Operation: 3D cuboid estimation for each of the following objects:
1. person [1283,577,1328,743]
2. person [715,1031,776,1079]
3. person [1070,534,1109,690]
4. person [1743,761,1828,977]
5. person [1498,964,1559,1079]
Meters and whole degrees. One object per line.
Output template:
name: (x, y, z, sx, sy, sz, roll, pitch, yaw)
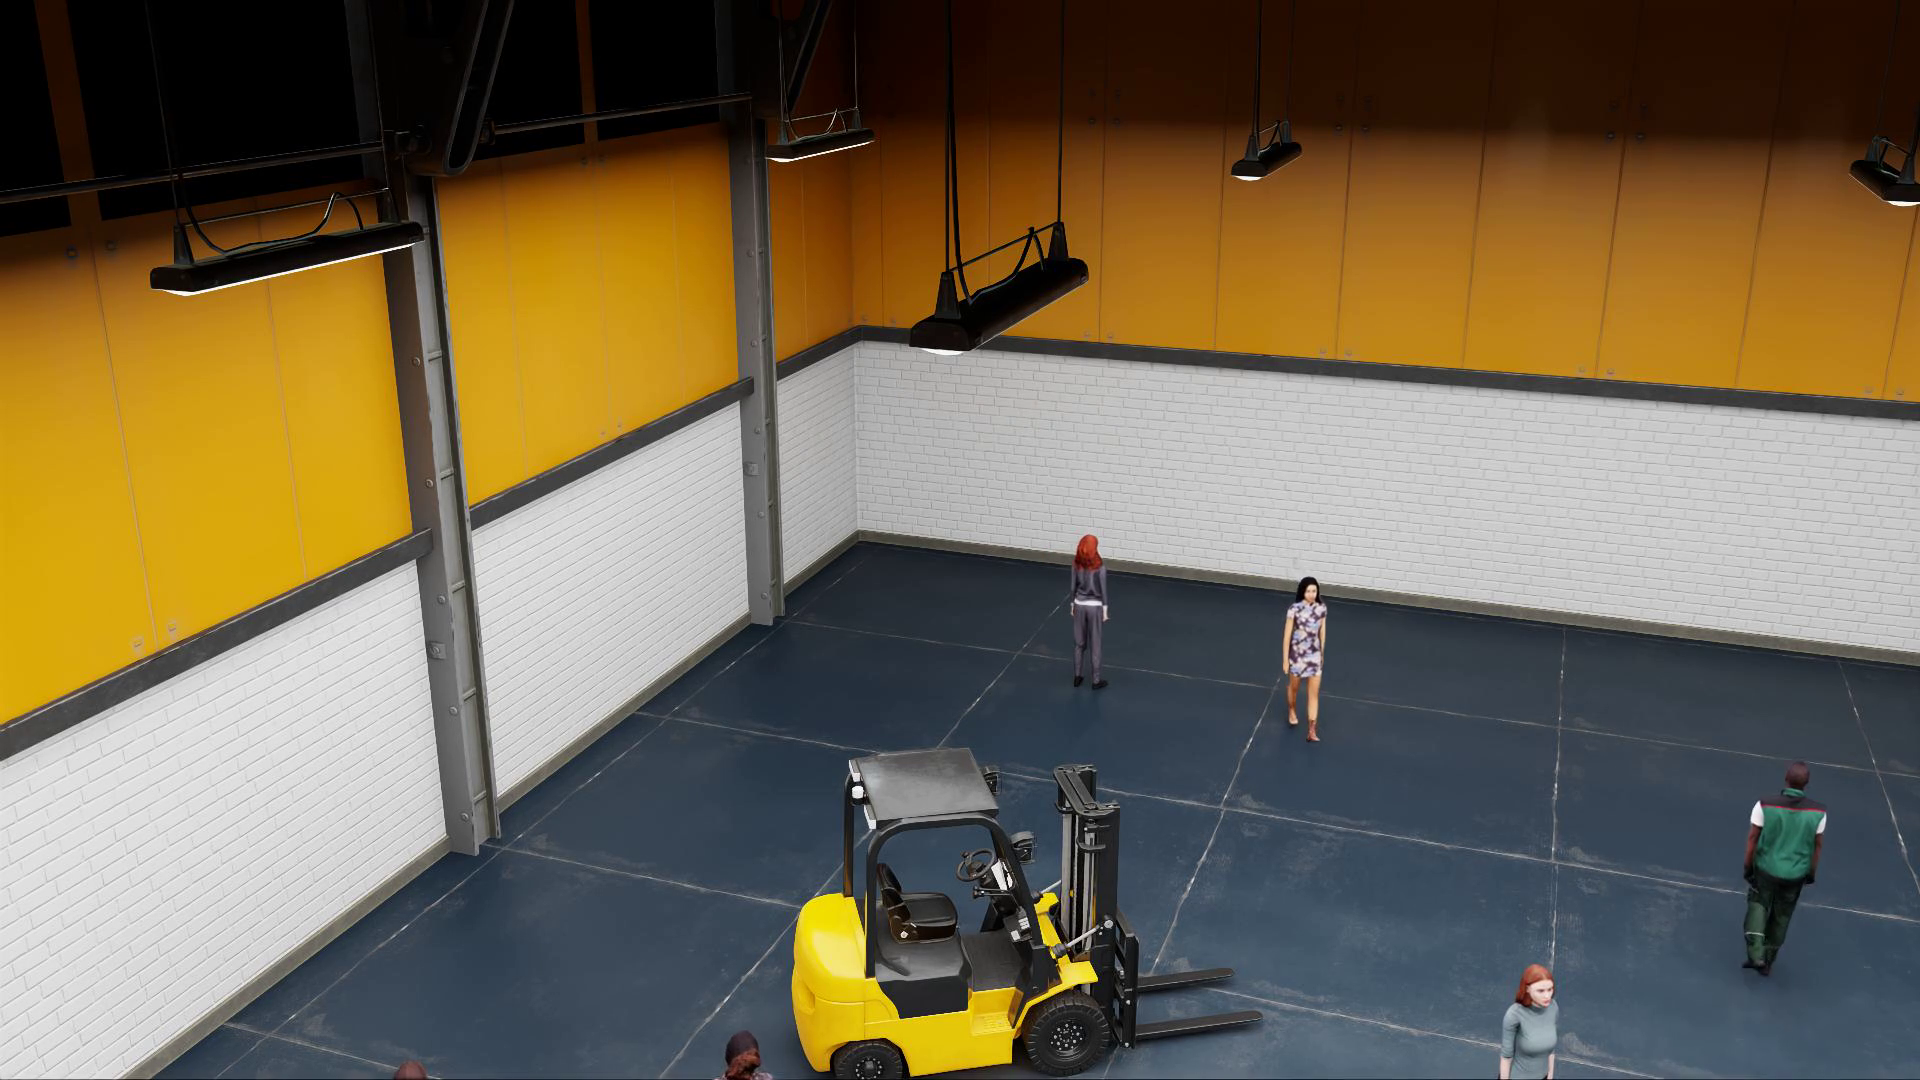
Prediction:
person: (3.536, 1.201, 17.212, 0.943, 1.683, 1.205, -2, 19, -4)
person: (-1.281, 3.693, 9.795, 1.005, 1.693, 1.120, -6, 20, -18)
person: (1.411, 0.783, 18.302, 0.619, 1.779, 0.559, 10, 21, 28)
person: (6.351, 2.595, 12.851, 0.683, 1.825, 0.763, 7, 20, 20)
person: (3.544, 3.437, 10.476, 0.668, 1.743, 0.719, -7, 20, -20)
